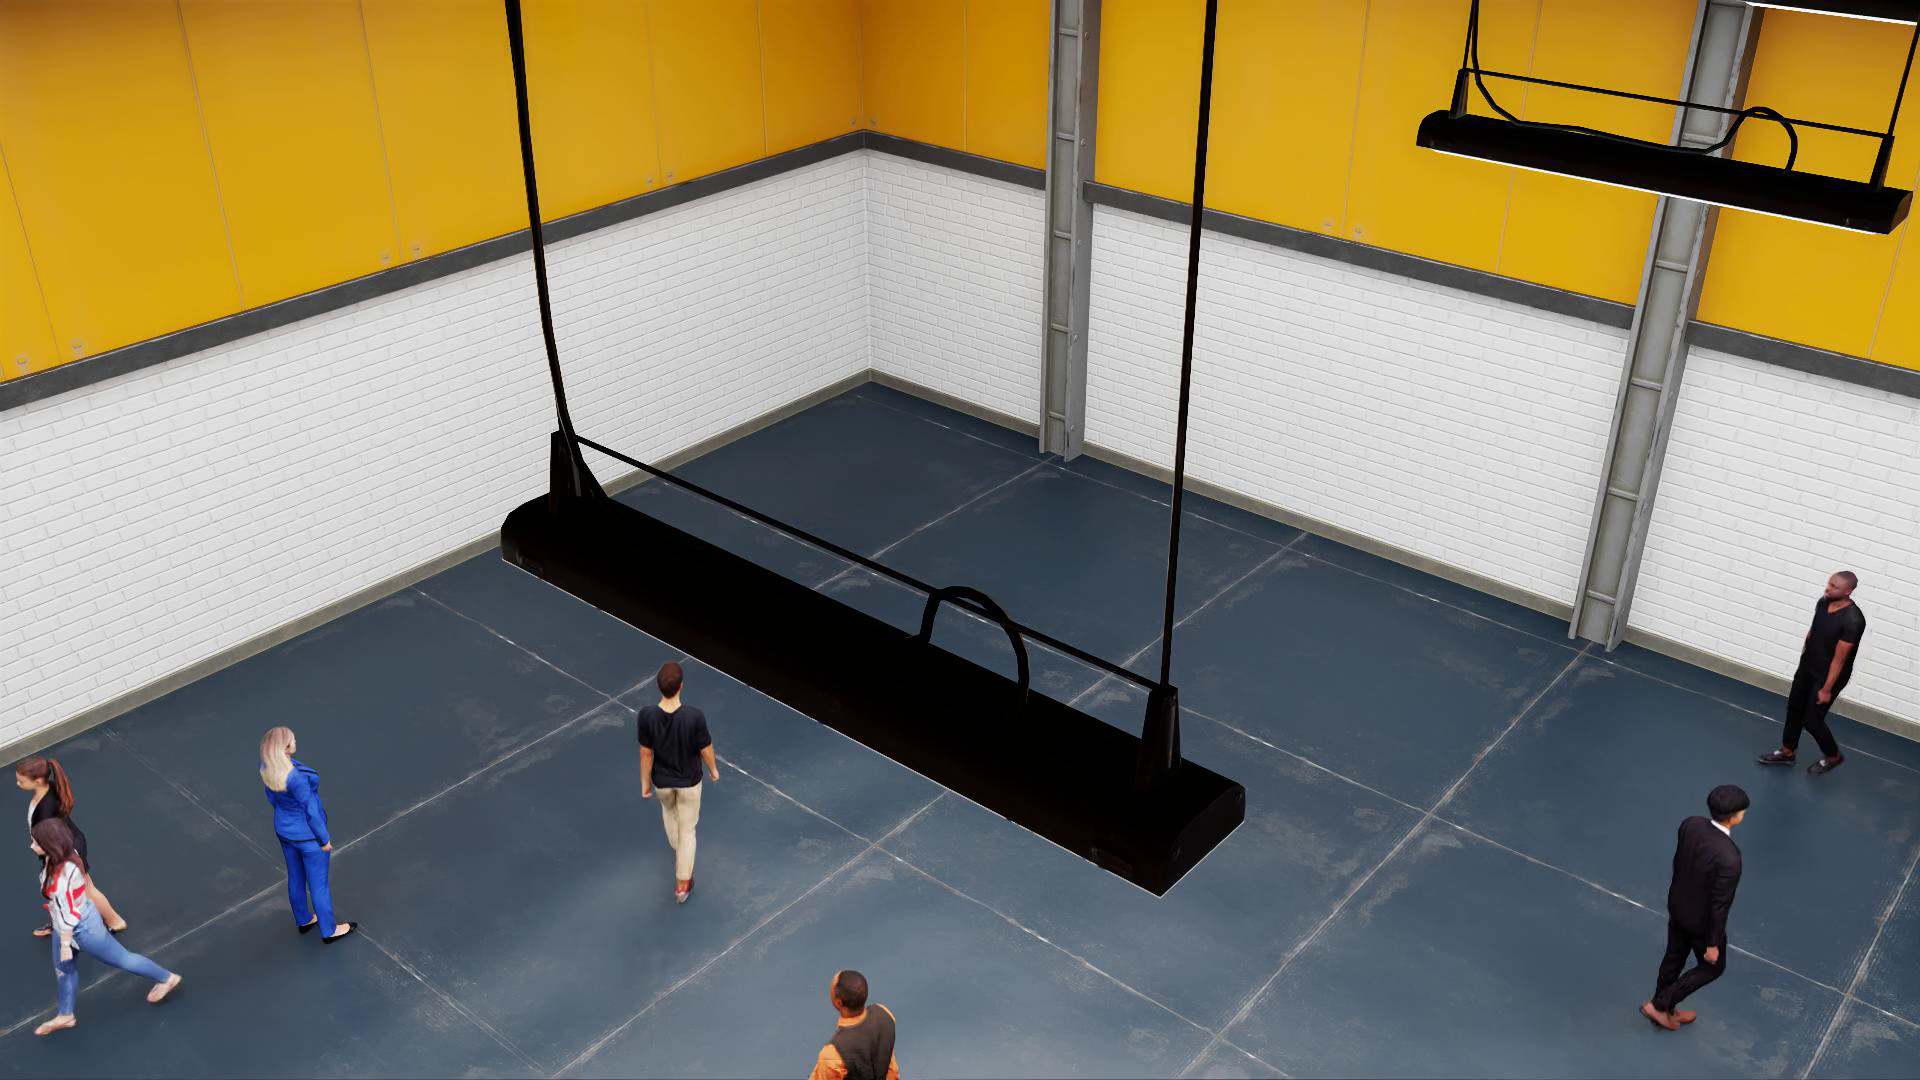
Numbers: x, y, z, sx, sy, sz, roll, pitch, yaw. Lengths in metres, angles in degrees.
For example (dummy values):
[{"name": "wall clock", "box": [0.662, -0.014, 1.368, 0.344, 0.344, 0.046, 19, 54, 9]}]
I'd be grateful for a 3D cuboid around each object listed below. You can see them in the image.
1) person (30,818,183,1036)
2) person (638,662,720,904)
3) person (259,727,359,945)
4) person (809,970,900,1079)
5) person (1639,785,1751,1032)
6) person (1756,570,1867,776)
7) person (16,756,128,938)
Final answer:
[{"name": "person", "box": [-5.453, 2.405, 10.499, 0.906, 1.571, 1.127, -16, 33, -27]}, {"name": "person", "box": [-1.969, 1.718, 11.489, 0.996, 1.830, 1.021, 2, 29, 3]}, {"name": "person", "box": [-4.429, 1.975, 11.153, 0.524, 1.700, 0.704, 17, 33, 28]}, {"name": "person", "box": [-0.478, 3.131, 8.869, 1.255, 1.858, 0.783, 18, 33, 29]}, {"name": "person", "box": [4.496, 2.324, 10.330, 0.922, 1.875, 0.845, -5, 29, -9]}, {"name": "person", "box": [6.649, 1.042, 12.745, 0.969, 1.813, 0.908, 1, 29, 2]}, {"name": "person", "box": [-5.925, 2.064, 11.159, 0.831, 1.537, 0.847, -11, 30, -19]}]
